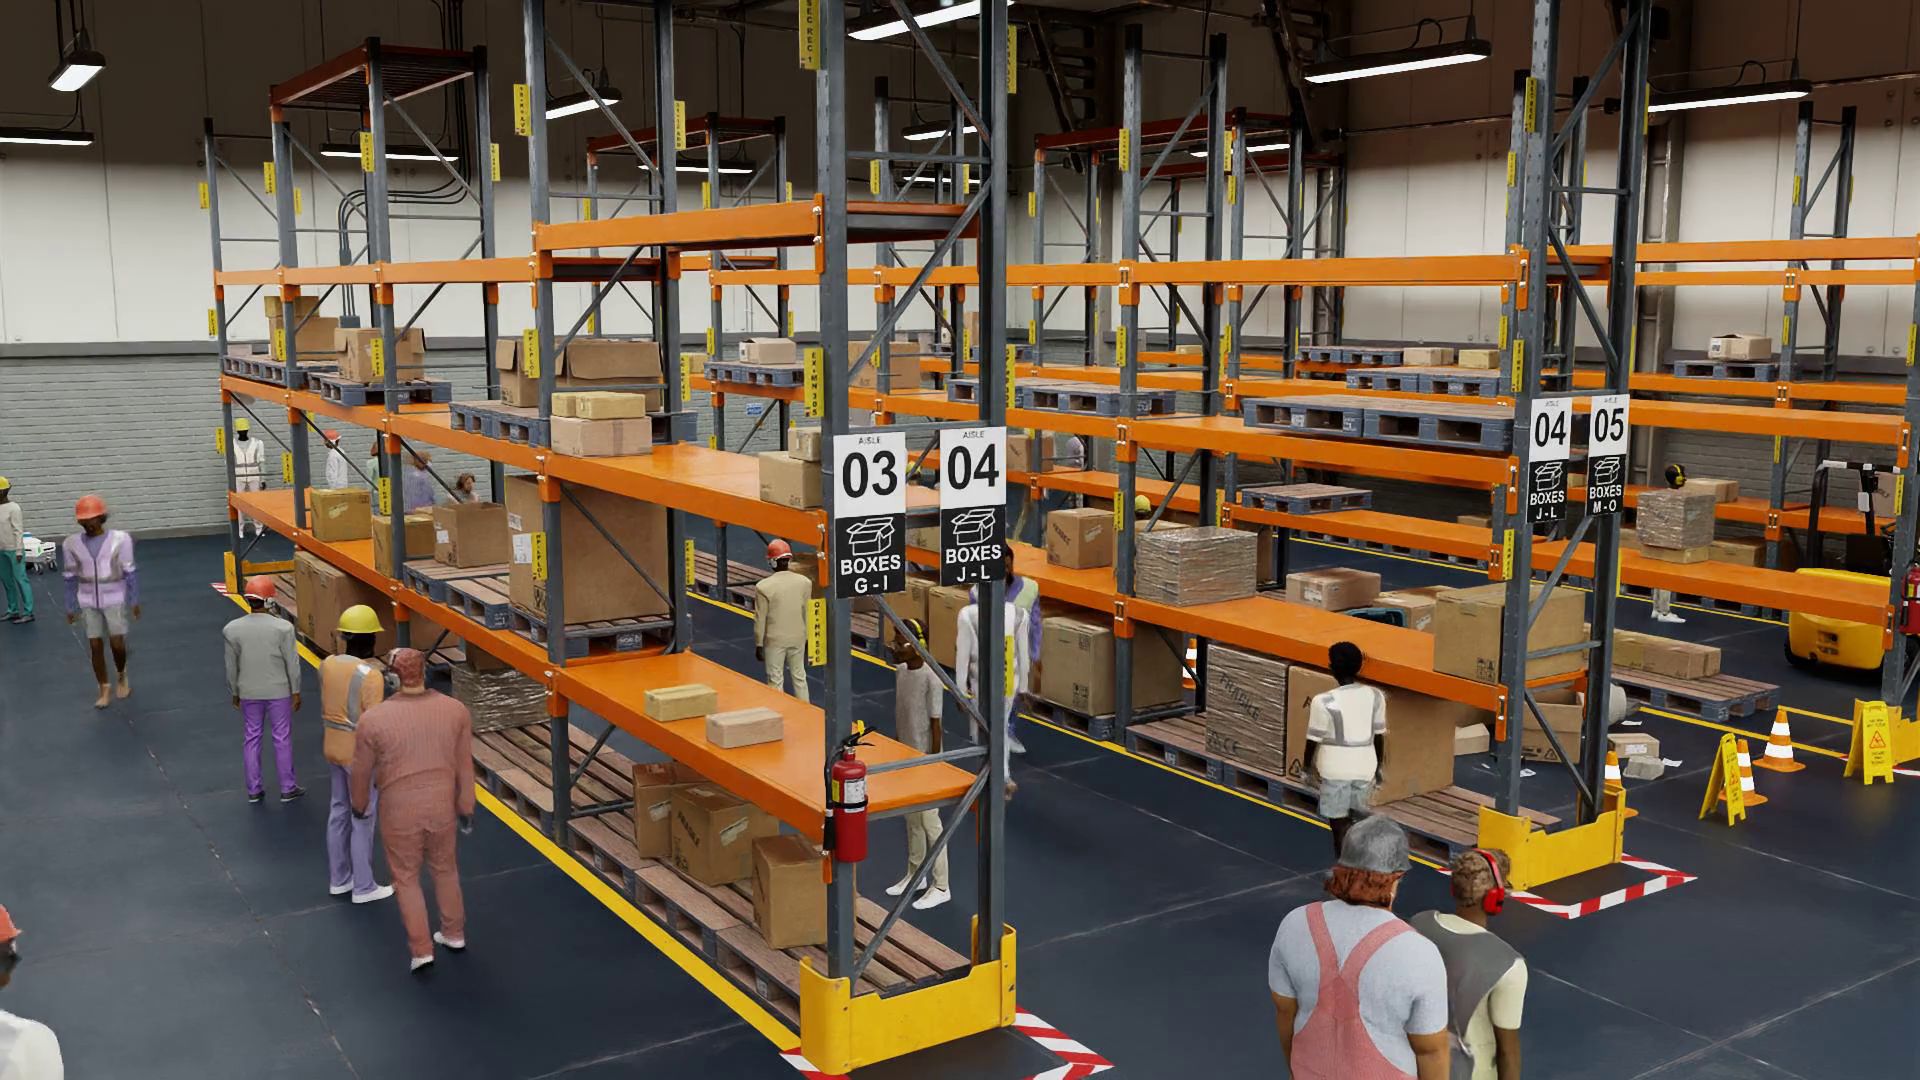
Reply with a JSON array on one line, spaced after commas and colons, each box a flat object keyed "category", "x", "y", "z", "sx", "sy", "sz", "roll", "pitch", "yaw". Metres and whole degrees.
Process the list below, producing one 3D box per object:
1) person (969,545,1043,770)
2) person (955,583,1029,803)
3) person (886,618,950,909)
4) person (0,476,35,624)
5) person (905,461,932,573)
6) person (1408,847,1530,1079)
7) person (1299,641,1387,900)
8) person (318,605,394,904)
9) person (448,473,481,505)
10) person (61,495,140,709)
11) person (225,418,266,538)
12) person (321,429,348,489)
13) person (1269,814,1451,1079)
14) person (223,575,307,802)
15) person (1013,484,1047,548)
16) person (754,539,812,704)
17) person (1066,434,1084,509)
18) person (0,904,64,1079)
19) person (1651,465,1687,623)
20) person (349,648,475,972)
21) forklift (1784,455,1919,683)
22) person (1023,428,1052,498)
[{"category": "person", "x": 0.342, "y": 0.929, "z": 13.719, "sx": 0.617, "sy": 1.886, "sz": 0.661, "roll": -2, "pitch": 9, "yaw": -15}, {"category": "person", "x": 0.275, "y": 1.114, "z": 12.536, "sx": 0.614, "sy": 1.861, "sz": 0.606, "roll": -4, "pitch": 9, "yaw": -24}, {"category": "person", "x": -0.270, "y": 1.410, "z": 10.598, "sx": 0.326, "sy": 1.861, "sz": 0.504, "roll": -6, "pitch": 10, "yaw": -34}, {"category": "person", "x": -11.203, "y": 0.116, "z": 19.544, "sx": 0.523, "sy": 1.759, "sz": 0.357, "roll": 4, "pitch": 9, "yaw": 26}, {"category": "person", "x": -0.602, "y": -0.137, "z": 21.254, "sx": 0.517, "sy": 1.744, "sz": 0.601, "roll": 0, "pitch": 9, "yaw": -2}, {"category": "person", "x": 1.877, "y": 2.067, "z": 6.320, "sx": 0.407, "sy": 1.832, "sz": 0.577, "roll": -4, "pitch": 9, "yaw": -25}, {"category": "person", "x": 2.431, "y": 1.471, "z": 10.736, "sx": 0.558, "sy": 1.674, "sz": 0.600, "roll": -3, "pitch": 9, "yaw": -21}, {"category": "person", "x": -3.860, "y": 1.367, "z": 10.688, "sx": 0.582, "sy": 1.918, "sz": 0.413, "roll": 6, "pitch": 10, "yaw": 33}, {"category": "person", "x": -6.382, "y": -0.073, "z": 21.271, "sx": 0.753, "sy": 1.615, "sz": 0.521, "roll": 5, "pitch": 10, "yaw": 30}, {"category": "person", "x": -8.025, "y": 0.582, "z": 15.523, "sx": 0.644, "sy": 2.023, "sz": 0.425, "roll": -2, "pitch": 9, "yaw": -13}, {"category": "person", "x": -11.282, "y": -0.976, "z": 26.291, "sx": 0.585, "sy": 1.916, "sz": 0.402, "roll": -4, "pitch": 9, "yaw": -26}, {"category": "person", "x": -9.816, "y": -0.868, "z": 26.134, "sx": 0.350, "sy": 1.743, "sz": 0.563, "roll": -1, "pitch": 9, "yaw": -9}, {"category": "person", "x": 1.511, "y": 1.989, "z": 6.119, "sx": 0.683, "sy": 2.000, "sz": 0.536, "roll": 7, "pitch": 11, "yaw": 41}, {"category": "person", "x": -5.313, "y": 1.137, "z": 12.739, "sx": 0.560, "sy": 1.752, "sz": 0.326, "roll": 0, "pitch": 9, "yaw": 0}, {"category": "person", "x": 1.129, "y": -0.624, "z": 25.027, "sx": 0.816, "sy": 1.574, "sz": 0.577, "roll": -4, "pitch": 9, "yaw": -26}, {"category": "person", "x": -1.570, "y": 0.859, "z": 14.637, "sx": 0.563, "sy": 1.742, "sz": 0.360, "roll": -6, "pitch": 11, "yaw": -36}, {"category": "person", "x": 1.952, "y": -1.039, "z": 26.996, "sx": 0.403, "sy": 1.825, "sz": 0.586, "roll": -4, "pitch": 9, "yaw": -23}, {"category": "person", "x": -3.110, "y": 2.144, "z": 5.349, "sx": 0.726, "sy": 1.974, "sz": 1.095, "roll": 3, "pitch": 9, "yaw": 20}, {"category": "person", "x": 8.420, "y": 0.039, "z": 19.671, "sx": 0.319, "sy": 1.869, "sz": 0.532, "roll": 1, "pitch": 9, "yaw": 7}, {"category": "person", "x": -3.135, "y": 1.551, "z": 9.582, "sx": 0.657, "sy": 1.879, "sz": 0.625, "roll": -6, "pitch": 11, "yaw": -37}, {"category": "forklift", "x": 9.643, "y": 0.253, "z": 17.172, "sx": 2.313, "sy": 2.155, "sz": 1.214, "roll": -6, "pitch": 10, "yaw": -33}, {"category": "person", "x": 1.463, "y": -1.616, "z": 30.674, "sx": 0.680, "sy": 1.879, "sz": 0.694, "roll": 7, "pitch": 11, "yaw": 41}]
